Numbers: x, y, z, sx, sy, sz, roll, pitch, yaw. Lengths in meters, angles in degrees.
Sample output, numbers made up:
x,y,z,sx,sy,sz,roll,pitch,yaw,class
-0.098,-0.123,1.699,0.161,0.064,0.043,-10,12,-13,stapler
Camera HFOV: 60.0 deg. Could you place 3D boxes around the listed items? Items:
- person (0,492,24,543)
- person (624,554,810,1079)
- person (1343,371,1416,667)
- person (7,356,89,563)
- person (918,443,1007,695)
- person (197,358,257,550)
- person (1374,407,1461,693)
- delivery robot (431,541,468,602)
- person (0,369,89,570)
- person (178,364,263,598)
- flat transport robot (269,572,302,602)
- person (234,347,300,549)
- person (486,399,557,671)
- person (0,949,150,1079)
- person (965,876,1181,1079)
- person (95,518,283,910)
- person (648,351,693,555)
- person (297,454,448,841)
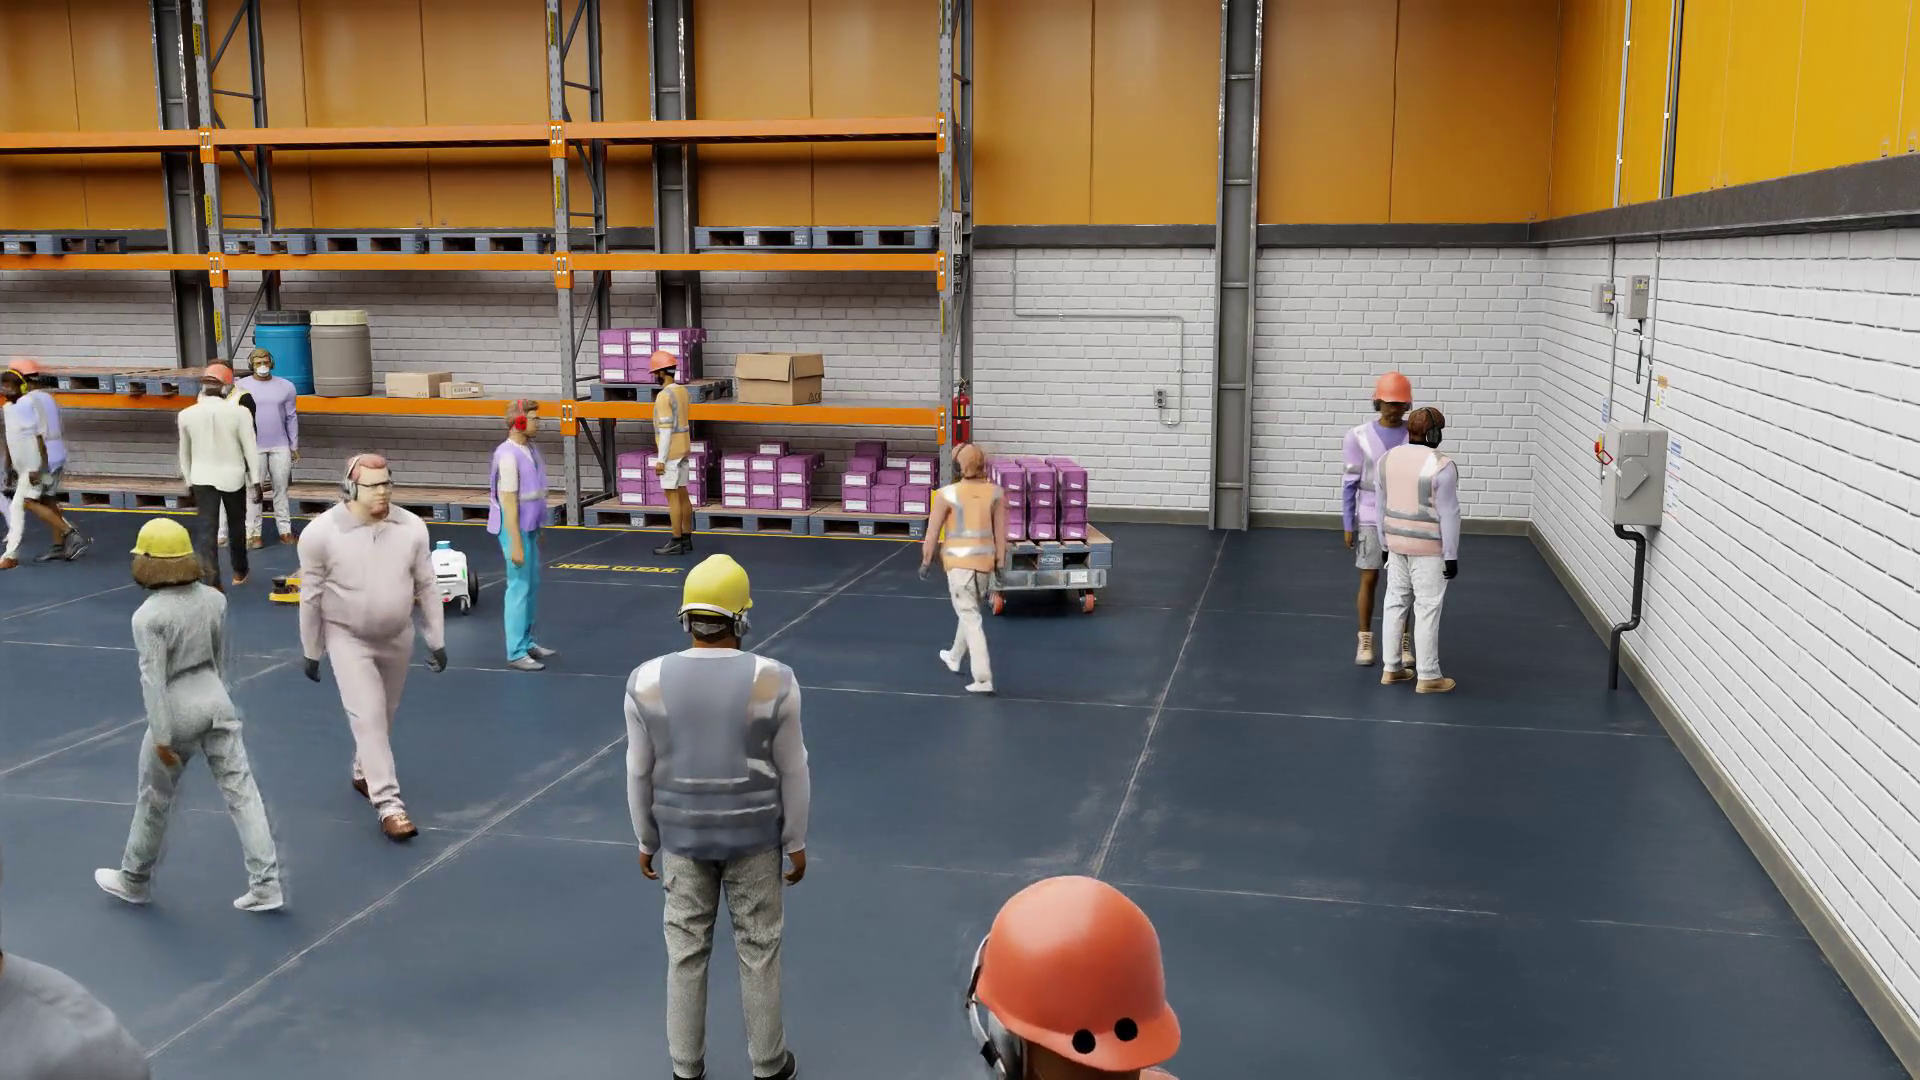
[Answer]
x,y,z,sx,sy,sz,roll,pitch,yaw,class
-9.605,-0.811,16.228,0.895,1.728,0.541,2,10,13,person
-0.783,0.954,5.470,0.595,1.832,0.404,0,10,1,person
2.923,-0.134,11.342,0.607,2.033,0.409,1,10,4,person
-8.338,-0.711,15.110,0.554,1.911,0.599,-1,10,-8,person
0.020,0.169,10.812,0.528,1.592,0.856,-6,11,-31,person
-7.037,-0.816,15.928,0.629,1.843,0.429,3,10,15,person
2.971,0.060,10.737,0.429,1.843,0.633,-7,12,-34,person
-4.068,0.253,13.123,0.477,0.478,0.707,-3,10,-17,delivery robot
-8.414,-0.661,15.104,0.561,1.820,0.923,6,12,33,person
-6.143,-0.496,13.836,0.640,1.918,1.077,-3,10,-15,person
-4.865,0.339,13.728,1.431,0.197,0.652,-1,10,-5,flat transport robot
-6.705,-0.890,16.080,0.634,1.939,0.367,-7,12,-35,person
-3.016,-0.032,11.315,0.380,1.833,0.598,0,10,-3,person
-1.605,1.365,2.729,0.630,1.939,0.372,2,10,13,person
0.141,1.412,2.347,0.617,1.979,0.431,-8,12,-39,person
-3.299,0.750,7.072,0.916,1.695,0.484,4,11,24,person
-2.738,-0.816,15.672,0.380,1.927,0.542,3,10,15,person
-2.882,0.488,8.207,0.648,1.849,1.031,-9,13,-43,person
